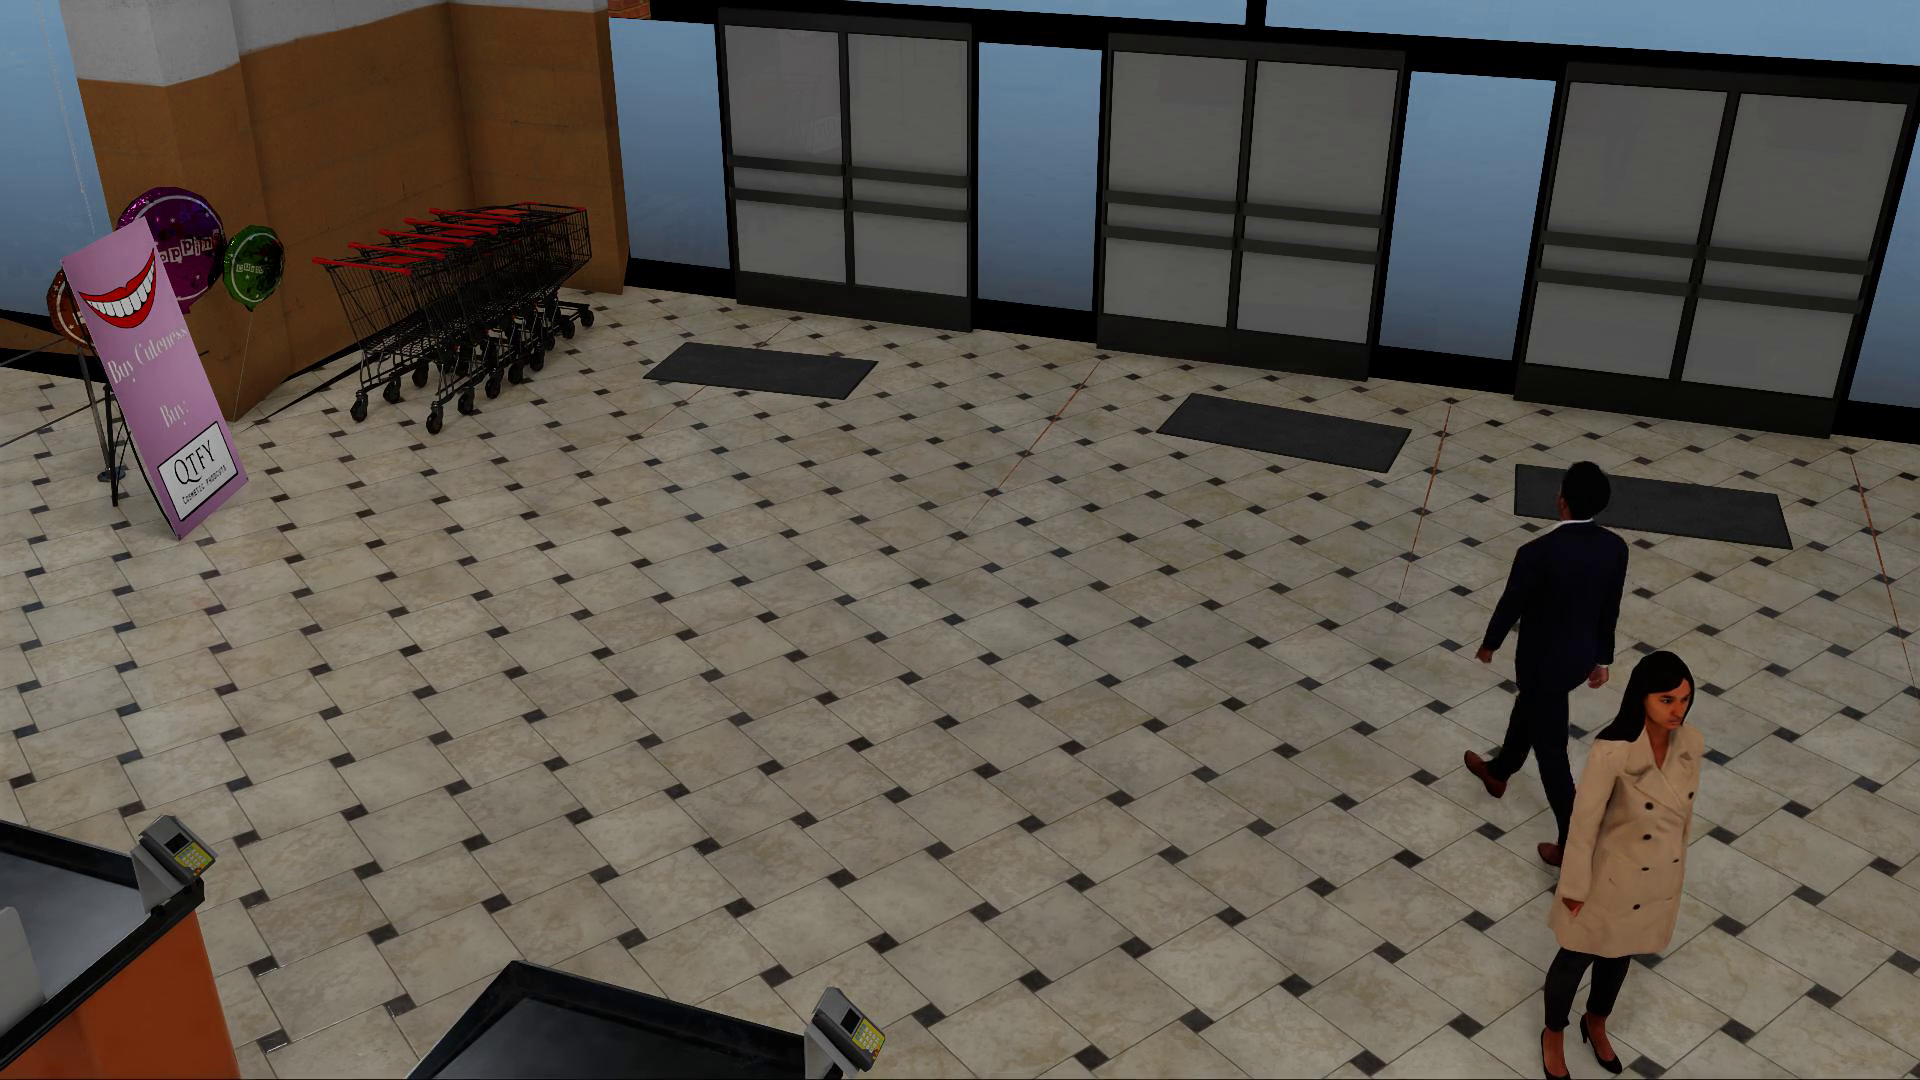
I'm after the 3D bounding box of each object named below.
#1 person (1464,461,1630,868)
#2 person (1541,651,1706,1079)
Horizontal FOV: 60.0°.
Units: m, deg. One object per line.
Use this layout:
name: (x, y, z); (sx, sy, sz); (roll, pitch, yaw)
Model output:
person: (2.420, 0.558, 6.676); (1.097, 1.683, 1.191); (-10, 28, -18)
person: (2.211, 1.116, 5.577); (0.707, 1.682, 0.732); (-8, 28, -16)
